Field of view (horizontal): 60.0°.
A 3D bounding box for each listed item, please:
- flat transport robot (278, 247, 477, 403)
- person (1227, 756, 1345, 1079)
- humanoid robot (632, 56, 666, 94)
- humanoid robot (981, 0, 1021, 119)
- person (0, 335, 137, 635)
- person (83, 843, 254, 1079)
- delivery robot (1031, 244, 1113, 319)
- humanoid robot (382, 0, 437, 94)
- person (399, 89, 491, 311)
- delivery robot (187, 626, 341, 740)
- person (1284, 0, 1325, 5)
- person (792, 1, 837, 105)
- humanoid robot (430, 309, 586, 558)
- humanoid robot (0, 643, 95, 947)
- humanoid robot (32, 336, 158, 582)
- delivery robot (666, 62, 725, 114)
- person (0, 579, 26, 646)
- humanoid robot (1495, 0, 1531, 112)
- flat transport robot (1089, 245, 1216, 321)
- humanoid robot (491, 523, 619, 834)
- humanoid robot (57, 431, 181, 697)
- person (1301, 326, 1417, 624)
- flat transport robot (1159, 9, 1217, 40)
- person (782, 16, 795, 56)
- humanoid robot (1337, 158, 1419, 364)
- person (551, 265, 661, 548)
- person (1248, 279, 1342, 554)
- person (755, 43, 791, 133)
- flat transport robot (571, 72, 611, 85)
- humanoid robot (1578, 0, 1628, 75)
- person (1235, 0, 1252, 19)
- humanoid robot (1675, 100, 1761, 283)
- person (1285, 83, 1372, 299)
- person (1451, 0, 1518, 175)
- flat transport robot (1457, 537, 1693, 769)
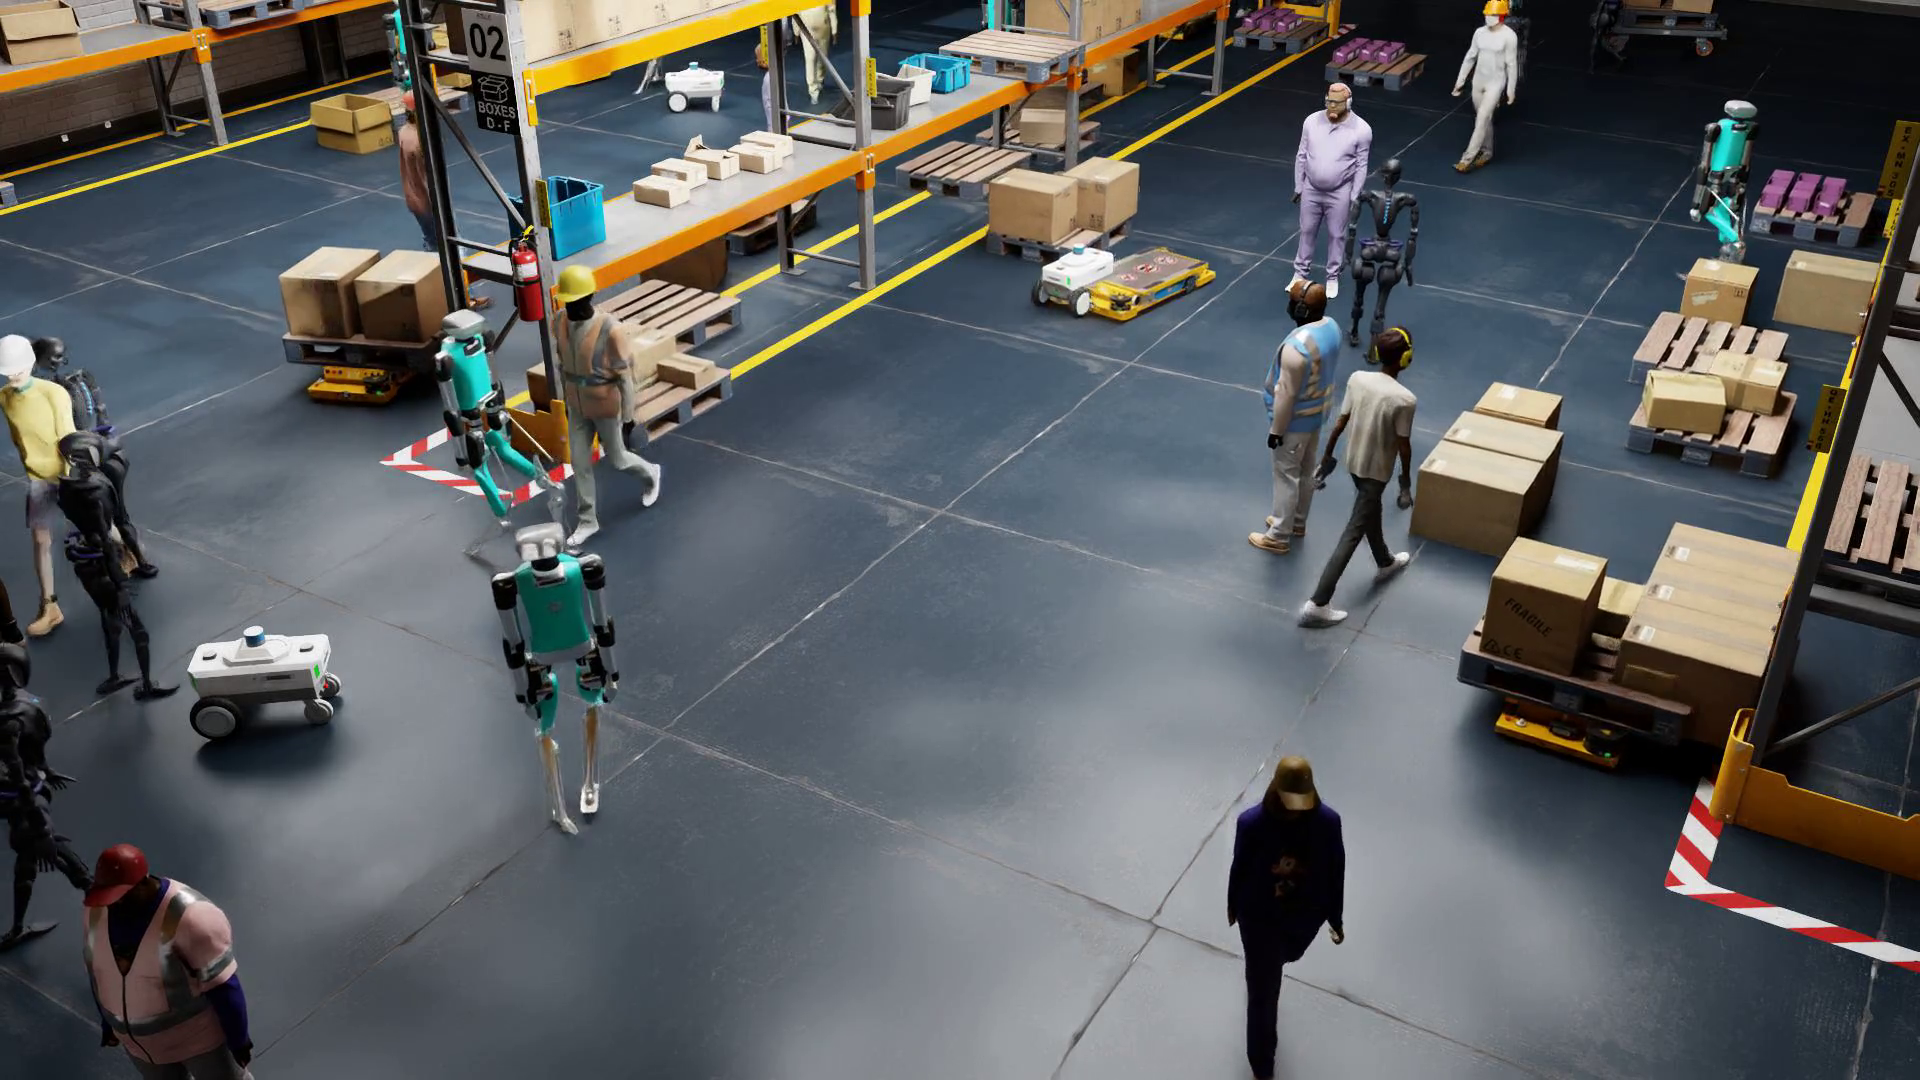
[{"bbox_3d":[-4.684,-1.502,13.599,0.659,0.231,1.431,5,30,8],"label":"flat transport robot"},{"bbox_3d":[1.336,1.496,6.952,0.455,1.587,0.819,-3,30,-4],"label":"person"},{"bbox_3d":[-3.971,-6.618,21.191,0.530,1.775,0.888,24,37,35],"label":"humanoid robot"},{"bbox_3d":[0.607,-5.860,19.681,0.533,1.677,0.735,20,35,31],"label":"humanoid robot"},{"bbox_3d":[-5.479,-0.414,10.090,0.479,1.845,0.944,1,29,1],"label":"person"},{"bbox_3d":[-2.941,1.822,6.222,0.600,1.747,0.418,5,30,8],"label":"person"},{"bbox_3d":[1.046,-2.337,14.778,0.499,0.587,0.772,23,36,34],"label":"delivery robot"},{"bbox_3d":[-6.249,-5.326,18.885,0.559,1.795,0.793,-19,35,-30],"label":"humanoid robot"},{"bbox_3d":[-4.552,-2.934,14.422,0.500,1.975,0.631,-17,34,-27],"label":"person"},{"bbox_3d":[-3.917,0.770,9.309,0.811,0.613,0.499,-4,30,-8],"label":"delivery robot"},{"bbox_3d":[5.385,-9.031,25.460,0.886,1.693,0.575,-5,30,-9],"label":"person"},{"bbox_3d":[-1.815,-6.390,20.770,0.560,1.720,0.844,-4,30,-7],"label":"person"},{"bbox_3d":[-2.854,-0.574,10.575,1.069,1.802,0.551,10,31,18],"label":"humanoid robot"},{"bbox_3d":[-4.146,1.154,7.495,0.715,1.633,0.602,-13,32,-22],"label":"humanoid robot"},{"bbox_3d":[-5.411,-0.484,10.368,0.394,1.636,0.601,5,30,8],"label":"humanoid robot"},{"bbox_3d":[-3.297,-5.584,20.536,0.773,0.601,0.507,-4,30,-8],"label":"delivery robot"},{"bbox_3d":[-5.778,-0.134,9.469,0.374,1.958,0.605,-8,30,-13],"label":"person"},{"bbox_3d":[6.267,-5.550,19.373,0.593,1.657,0.618,-4,30,-7],"label":"humanoid robot"},{"bbox_3d":[1.647,-2.336,15.075,0.659,0.231,1.431,24,37,36],"label":"flat transport robot"},{"bbox_3d":[-2.011,0.629,8.327,0.551,1.785,0.684,-12,31,-20],"label":"humanoid robot"},{"bbox_3d":[-4.753,0.138,9.277,0.469,1.645,0.610,-21,35,-32],"label":"humanoid robot"},{"bbox_3d":[2.497,-0.415,10.139,1.097,1.791,0.540,-17,34,-28],"label":"person"},{"bbox_3d":[3.272,-7.582,24.355,0.659,0.231,1.431,17,33,27],"label":"flat transport robot"},{"bbox_3d":[-2.426,-7.687,22.893,0.492,1.891,1.053,9,31,15],"label":"person"},{"bbox_3d":[3.410,-2.305,13.608,0.611,1.628,0.673,4,30,6],"label":"humanoid robot"},{"bbox_3d":[-2.366,-0.933,10.937,0.594,1.901,0.799,15,33,24],"label":"person"},{"bbox_3d":[2.177,-0.799,10.771,0.430,1.839,0.628,19,35,31],"label":"person"},{"bbox_3d":[-1.916,-4.332,17.226,0.321,1.620,0.505,4,30,7],"label":"person"},{"bbox_3d":[-5.367,-6.265,22.024,1.431,0.231,0.659,20,35,31],"label":"flat transport robot"},{"bbox_3d":[8.526,-6.916,21.753,0.500,1.649,0.606,22,36,34],"label":"humanoid robot"},{"bbox_3d":[4.237,-8.752,24.858,0.547,1.805,0.707,26,39,38],"label":"person"},{"bbox_3d":[6.832,-2.914,14.657,0.549,1.771,1.039,-9,31,-15],"label":"humanoid robot"},{"bbox_3d":[3.254,-3.092,14.747,0.637,1.910,0.409,14,32,23],"label":"person"},{"bbox_3d":[5.642,-4.916,18.022,0.936,1.851,0.610,-21,36,-32],"label":"person"},{"bbox_3d":[3.601,0.785,9.552,0.659,0.231,1.431,17,34,27],"label":"flat transport robot"}]
